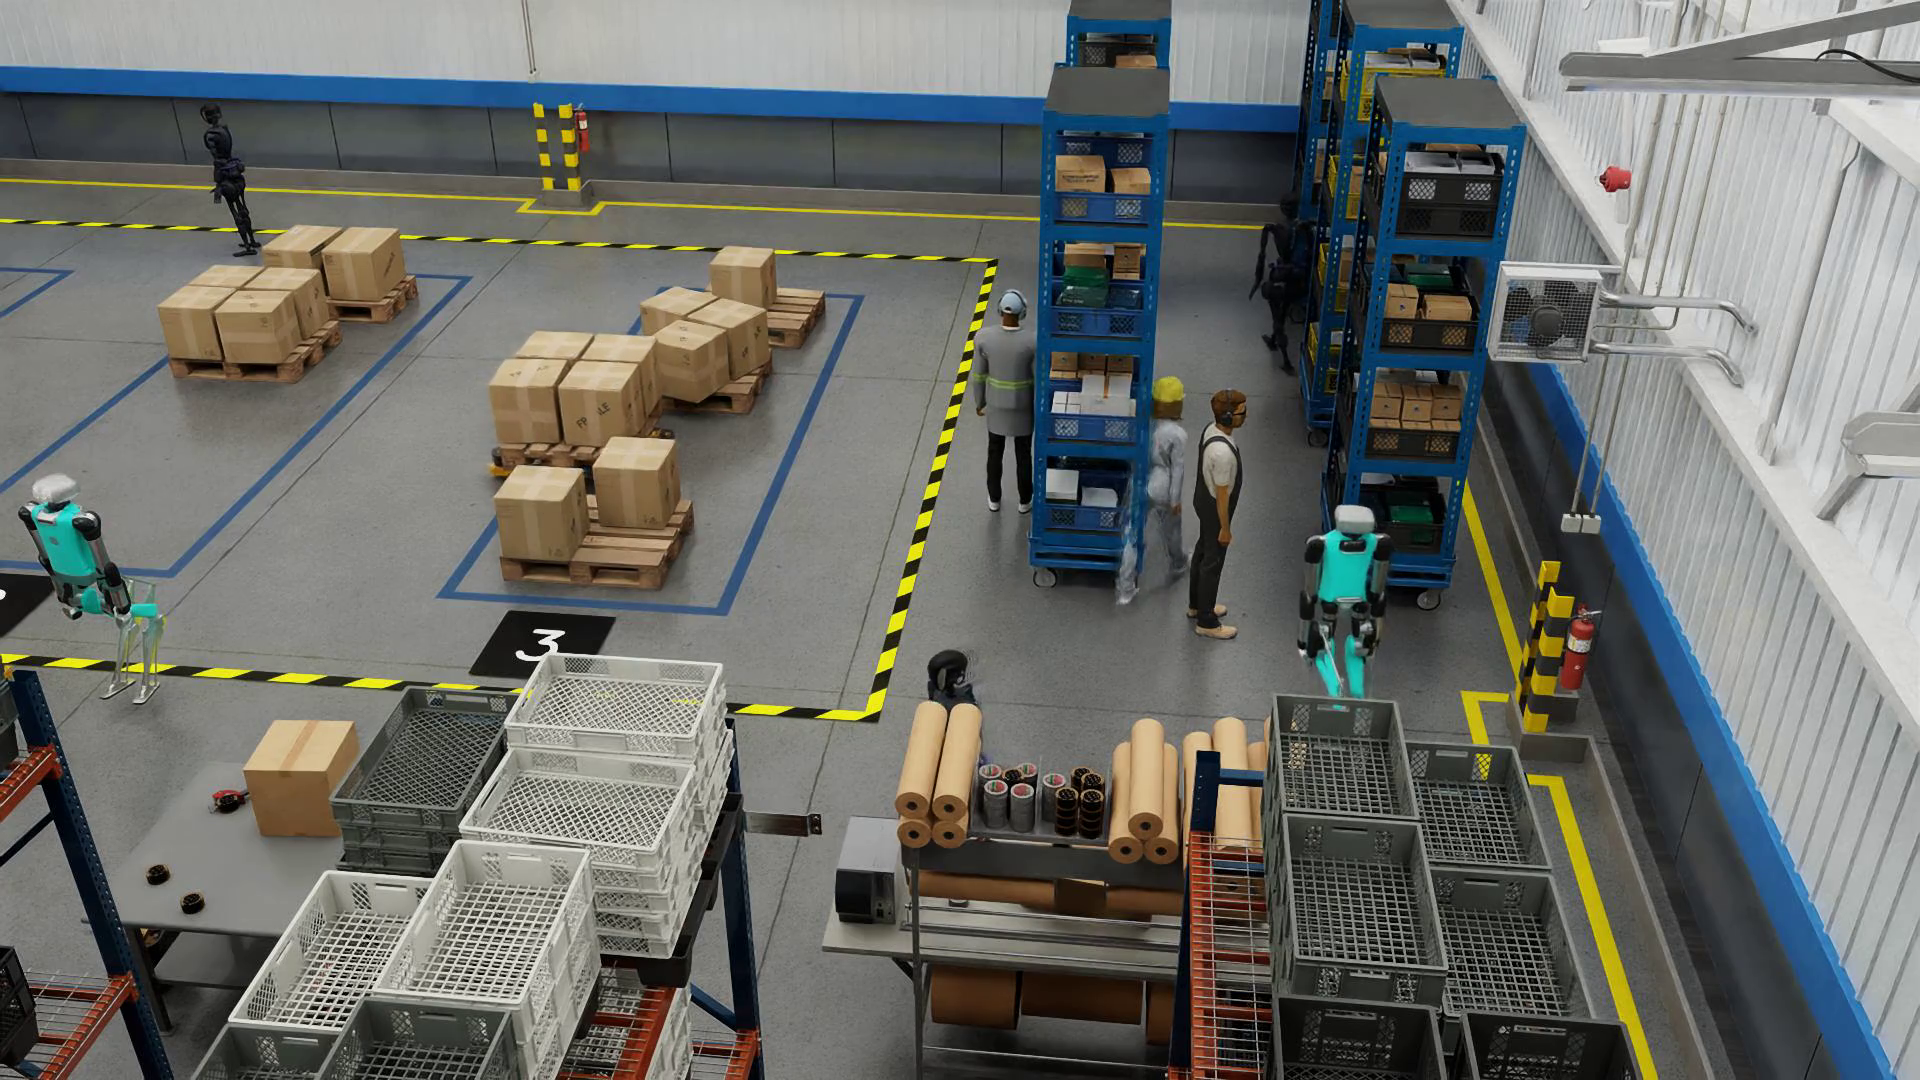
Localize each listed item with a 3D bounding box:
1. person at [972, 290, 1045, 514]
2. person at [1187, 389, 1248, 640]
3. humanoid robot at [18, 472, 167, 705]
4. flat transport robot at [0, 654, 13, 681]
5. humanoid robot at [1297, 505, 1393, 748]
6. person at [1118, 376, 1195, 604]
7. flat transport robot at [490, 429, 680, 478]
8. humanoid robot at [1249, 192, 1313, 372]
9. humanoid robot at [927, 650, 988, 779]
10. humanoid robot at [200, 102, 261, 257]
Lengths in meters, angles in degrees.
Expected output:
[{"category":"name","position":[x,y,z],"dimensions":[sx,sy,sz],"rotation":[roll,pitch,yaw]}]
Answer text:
[{"category":"person","position":[0.393,-1.078,12.951],"dimensions":[0.588,1.852,0.400],"rotation":[7,31,11]},{"category":"person","position":[1.774,-0.187,11.427],"dimensions":[0.346,1.846,0.504],"rotation":[-2,30,-3]},{"category":"humanoid robot","position":[-5.429,0.256,10.645],"dimensions":[0.533,1.673,0.735],"rotation":[8,31,14]},{"category":"flat transport robot","position":[-7.142,0.969,11.010],"dimensions":[1.431,0.231,0.659],"rotation":[3,30,6]},{"category":"humanoid robot","position":[2.347,0.747,9.984],"dimensions":[0.530,1.779,1.005],"rotation":[-2,30,-4]},{"category":"person","position":[1.444,-0.405,11.938],"dimensions":[0.509,1.697,0.882],"rotation":[21,36,32]},{"category":"flat transport robot","position":[-3.133,-0.740,13.917],"dimensions":[1.431,0.197,0.652],"rotation":[3,30,6]},{"category":"humanoid robot","position":[3.020,-2.423,15.508],"dimensions":[0.608,1.618,0.844],"rotation":[-9,31,-14]},{"category":"humanoid robot","position":[-0.032,1.314,9.019],"dimensions":[0.343,1.648,0.602],"rotation":[-16,34,-25]},{"category":"humanoid robot","position":[-7.906,-3.900,17.961],"dimensions":[0.315,1.654,0.599],"rotation":[-2,30,-4]}]
